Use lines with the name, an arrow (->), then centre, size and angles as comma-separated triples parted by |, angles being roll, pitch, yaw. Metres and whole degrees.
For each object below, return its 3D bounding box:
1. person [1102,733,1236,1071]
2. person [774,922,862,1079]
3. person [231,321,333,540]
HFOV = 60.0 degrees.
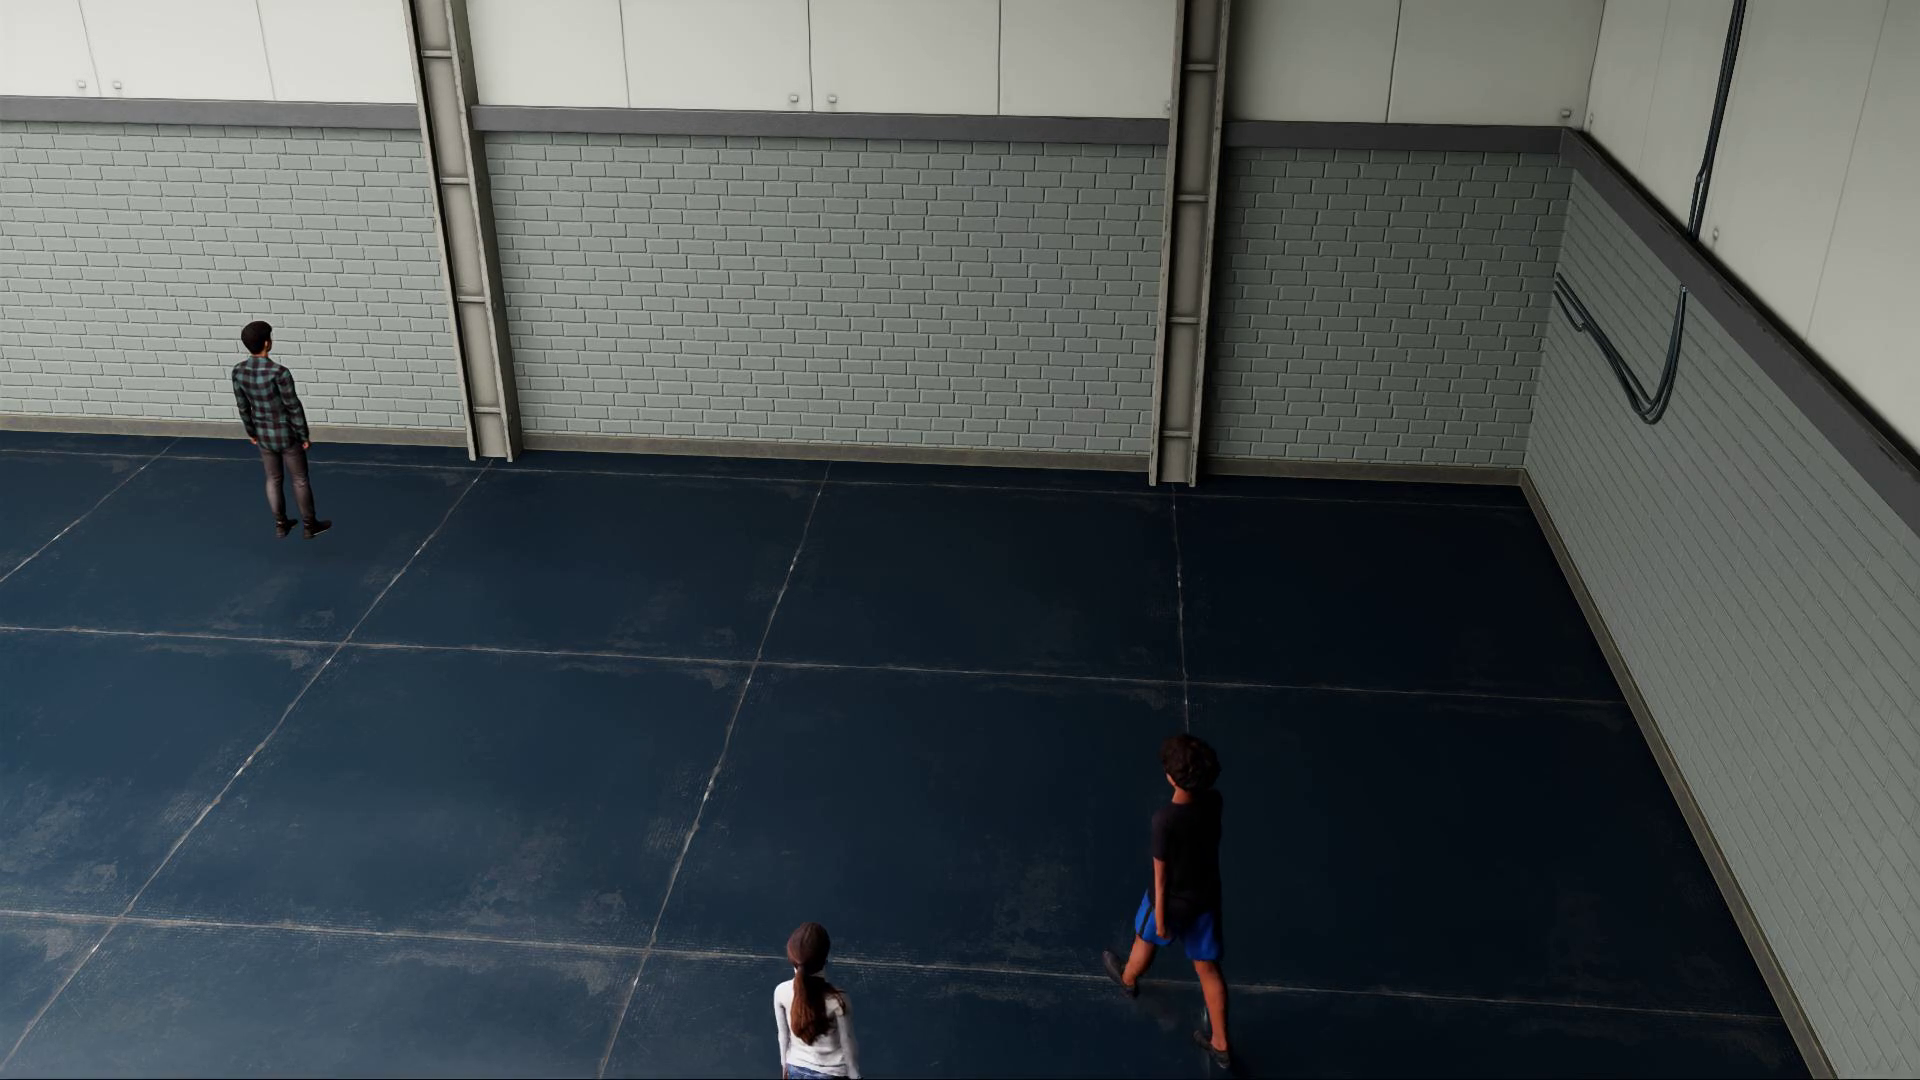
person -> 1.146, 1.765, 8.018 | 1.172, 1.750, 1.086 | -14, 30, -25
person -> -0.624, 2.337, 7.127 | 0.626, 1.550, 0.634 | 6, 28, 12
person -> -5.092, -0.823, 12.412 | 0.511, 1.712, 0.722 | 5, 28, 9
